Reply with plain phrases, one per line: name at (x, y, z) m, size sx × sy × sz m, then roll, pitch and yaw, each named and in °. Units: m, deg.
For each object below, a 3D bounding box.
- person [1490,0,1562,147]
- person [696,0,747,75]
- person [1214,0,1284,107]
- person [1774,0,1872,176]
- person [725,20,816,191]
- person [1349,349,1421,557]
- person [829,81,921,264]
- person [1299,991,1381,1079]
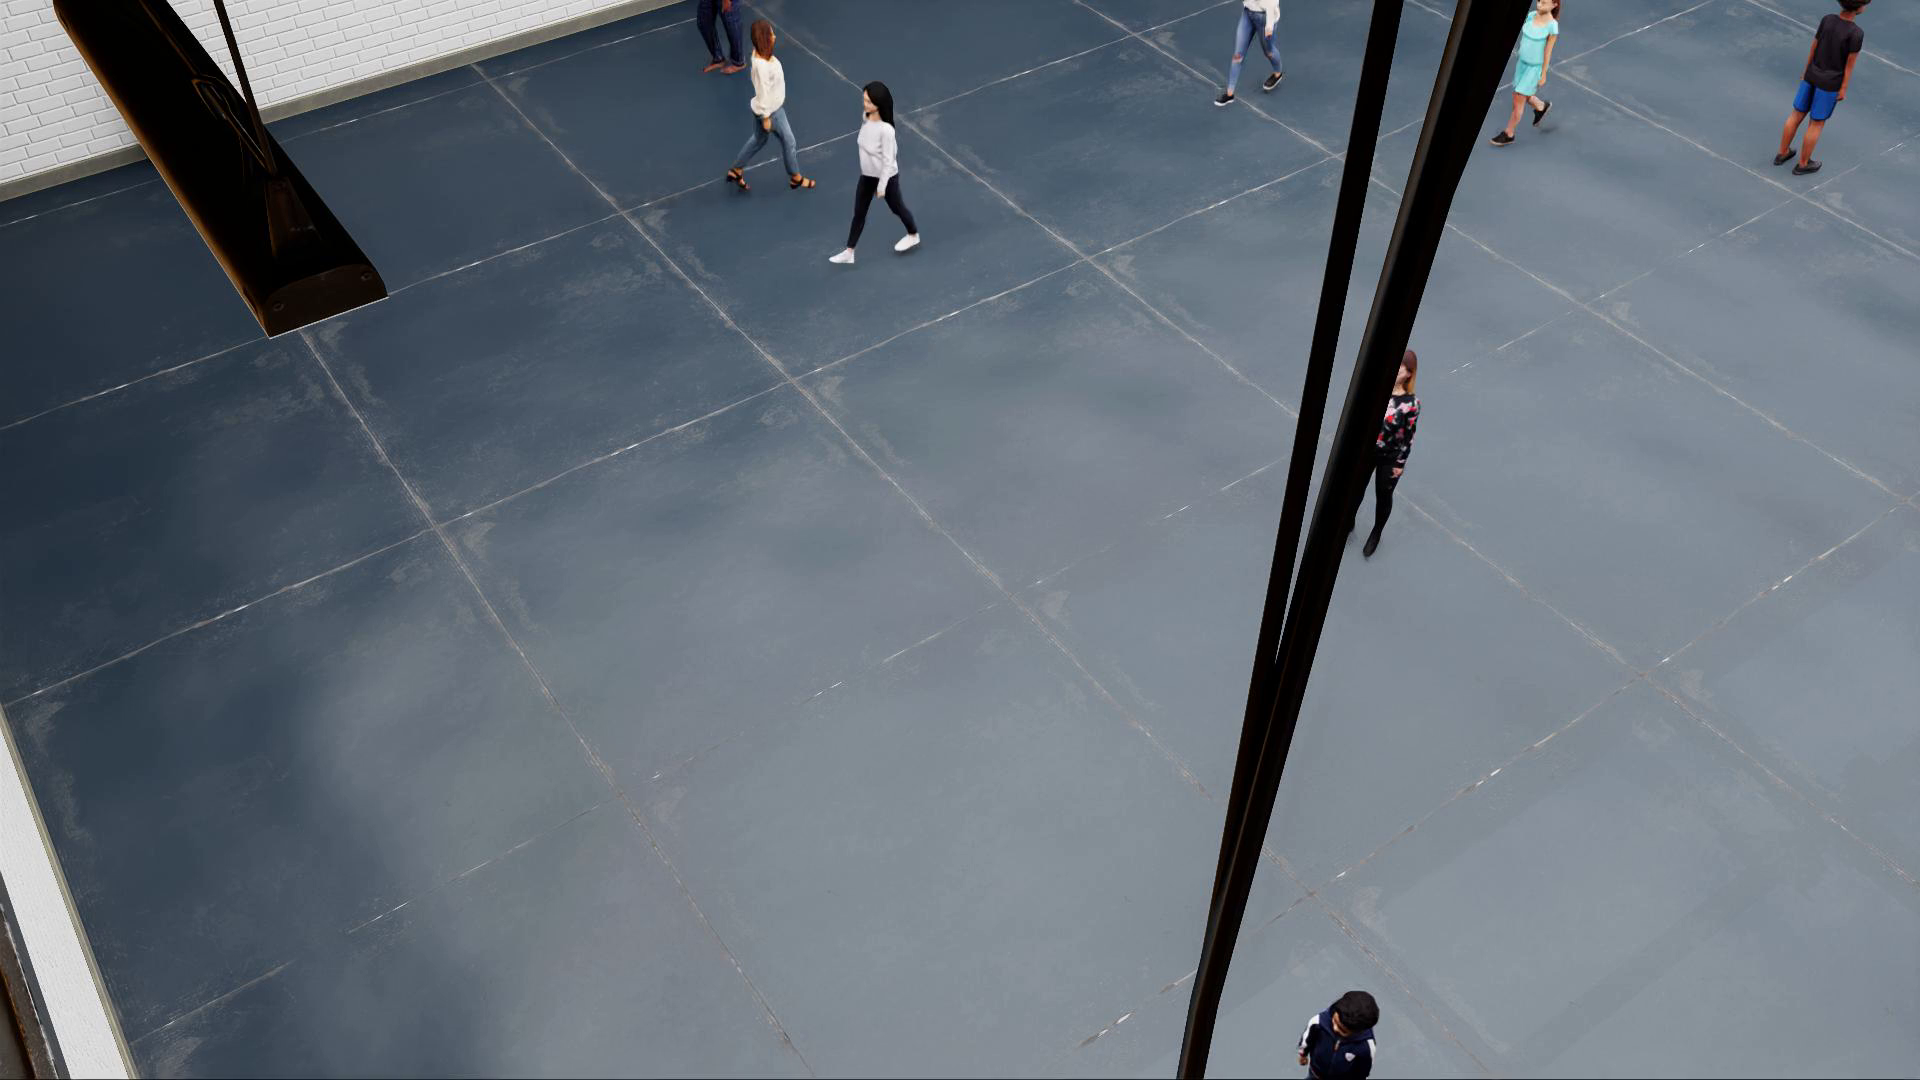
person at (5.381, -4.427, 15.494) m, size 0.951 × 1.548 × 0.660 m, roll -17°, pitch 46°, yaw -17°
person at (-2.283, -5.475, 16.406) m, size 0.664 × 1.808 × 0.681 m, roll -26°, pitch 49°, yaw -25°
person at (2.948, -5.036, 16.057) m, size 1.103 × 1.653 × 0.657 m, roll -29°, pitch 51°, yaw -27°
person at (7.823, -4.178, 15.056) m, size 0.574 × 1.792 × 0.618 m, roll -22°, pitch 48°, yaw -21°
person at (-1.788, -3.814, 14.779) m, size 1.134 × 1.647 × 0.914 m, roll -7°, pitch 44°, yaw -7°
person at (2.882, -0.618, 11.399) m, size 0.620 × 1.682 × 0.585 m, roll 31°, pitch 52°, yaw 28°
person at (-0.589, -3.085, 14.013) m, size 1.089 × 1.648 × 0.639 m, roll -27°, pitch 50°, yaw -26°
person at (1.882, 2.619, 8.333) m, size 0.577 × 1.224 × 0.582 m, roll 25°, pitch 49°, yaw 24°
